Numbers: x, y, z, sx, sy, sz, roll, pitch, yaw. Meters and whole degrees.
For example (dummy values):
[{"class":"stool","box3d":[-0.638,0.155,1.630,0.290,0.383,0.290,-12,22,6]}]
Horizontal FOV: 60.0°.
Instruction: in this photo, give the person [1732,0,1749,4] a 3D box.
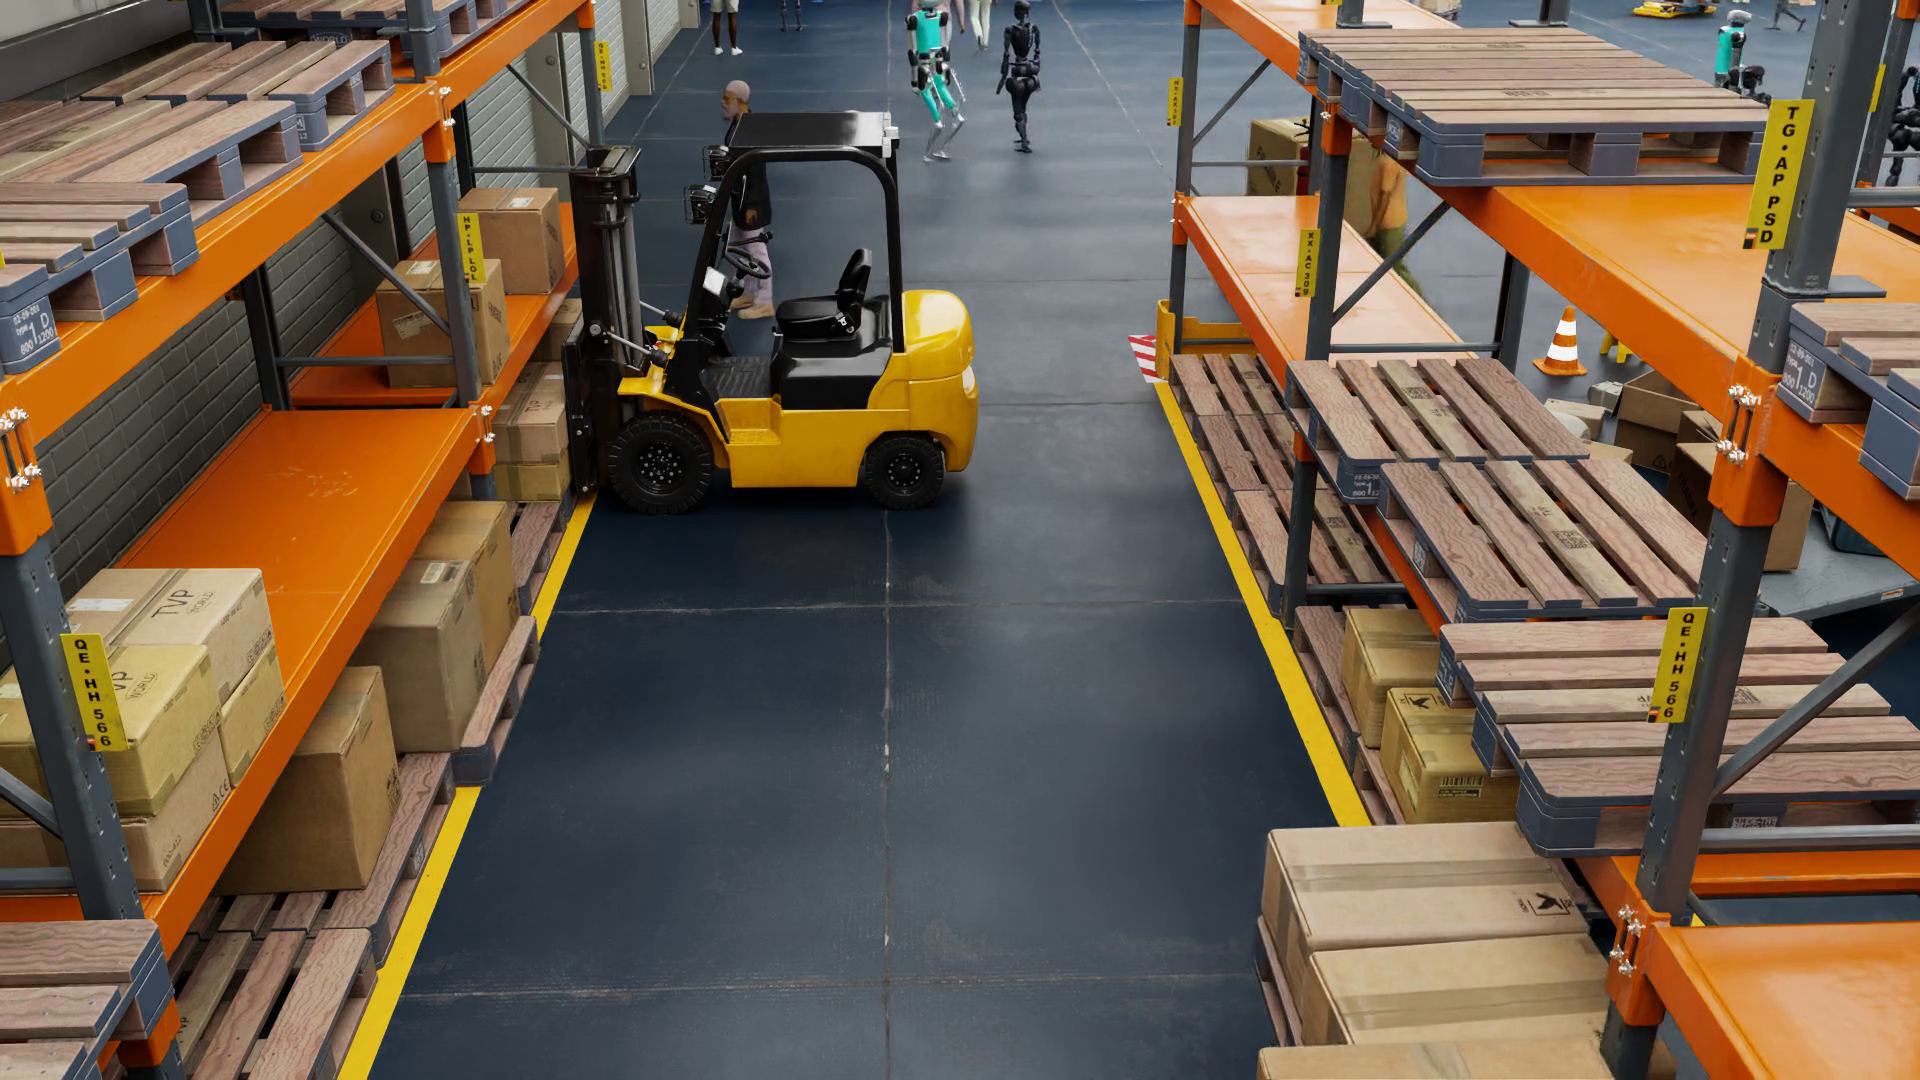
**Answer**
[{"class":"person","box3d":[14.239,-10.575,29.806,0.504,1.883,0.835,13,28,25]}]

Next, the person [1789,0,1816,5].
[{"class":"person","box3d":[15.238,-10.566,29.782,0.386,1.888,0.531,-9,27,-18]}]

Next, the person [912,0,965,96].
[{"class":"person","box3d":[-0.287,-6.821,21.887,0.686,1.885,0.969,5,26,11]}]

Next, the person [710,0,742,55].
[{"class":"person","box3d":[-3.521,-8.202,24.782,0.554,1.891,0.389,4,26,8]}]

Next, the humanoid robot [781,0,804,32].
[{"class":"humanoid robot","box3d":[-2.786,-9.120,26.951,0.599,1.657,0.315,-1,25,-2]}]

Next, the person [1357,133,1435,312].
[{"class":"person","box3d":[3.337,-2.411,12.759,0.807,1.677,0.489,2,25,5]}]

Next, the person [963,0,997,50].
[{"class":"person","box3d":[0.315,-8.245,25.050,0.577,1.724,0.603,-4,26,-9]}]

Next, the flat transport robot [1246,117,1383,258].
[{"class":"flat transport robot","box3d":[2.985,-2.358,14.298,1.431,0.231,0.659,4,26,9]}]

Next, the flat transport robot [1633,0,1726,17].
[{"class":"flat transport robot","box3d":[12.455,-9.274,28.943,1.431,0.231,0.659,-16,30,-30]}]

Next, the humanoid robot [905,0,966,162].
[{"class":"humanoid robot","box3d":[-0.218,-5.004,18.168,0.530,1.773,0.704,-18,31,-34]}]

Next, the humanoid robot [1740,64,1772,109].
[{"class":"humanoid robot","box3d":[7.113,-3.404,14.900,0.608,1.634,0.619,-12,28,-23]}]

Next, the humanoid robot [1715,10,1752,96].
[{"class":"humanoid robot","box3d":[8.077,-4.562,17.198,0.638,1.767,0.530,3,25,6]}]

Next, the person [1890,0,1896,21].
[{"class":"person","box3d":[15.940,-9.718,28.147,0.527,1.749,0.577,0,25,0]}]

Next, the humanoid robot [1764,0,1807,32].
[{"class":"humanoid robot","box3d":[13.503,-9.081,26.903,0.642,1.628,0.616,15,29,29]}]

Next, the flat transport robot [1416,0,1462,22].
[{"class":"flat transport robot","box3d":[7.320,-8.312,26.907,0.659,0.231,1.431,16,30,31]}]

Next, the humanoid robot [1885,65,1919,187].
[{"class":"humanoid robot","box3d":[9.357,-4.044,16.251,0.646,1.640,0.591,-15,29,-28]}]

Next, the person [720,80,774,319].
[{"class":"person","box3d":[-1.676,-2.684,13.130,0.405,1.854,0.544,-9,27,-18]}]

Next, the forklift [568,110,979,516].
[{"class":"forklift","box3d":[-1.043,-1.379,9.976,2.313,2.155,1.214,-1,25,-2]}]

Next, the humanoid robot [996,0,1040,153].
[{"class":"humanoid robot","box3d":[0.661,-5.227,18.731,0.609,1.651,0.483,-21,32,-37]}]

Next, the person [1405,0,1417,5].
[{"class":"person","box3d":[6.872,-8.484,25.439,0.561,1.837,0.387,-21,33,-38]}]
